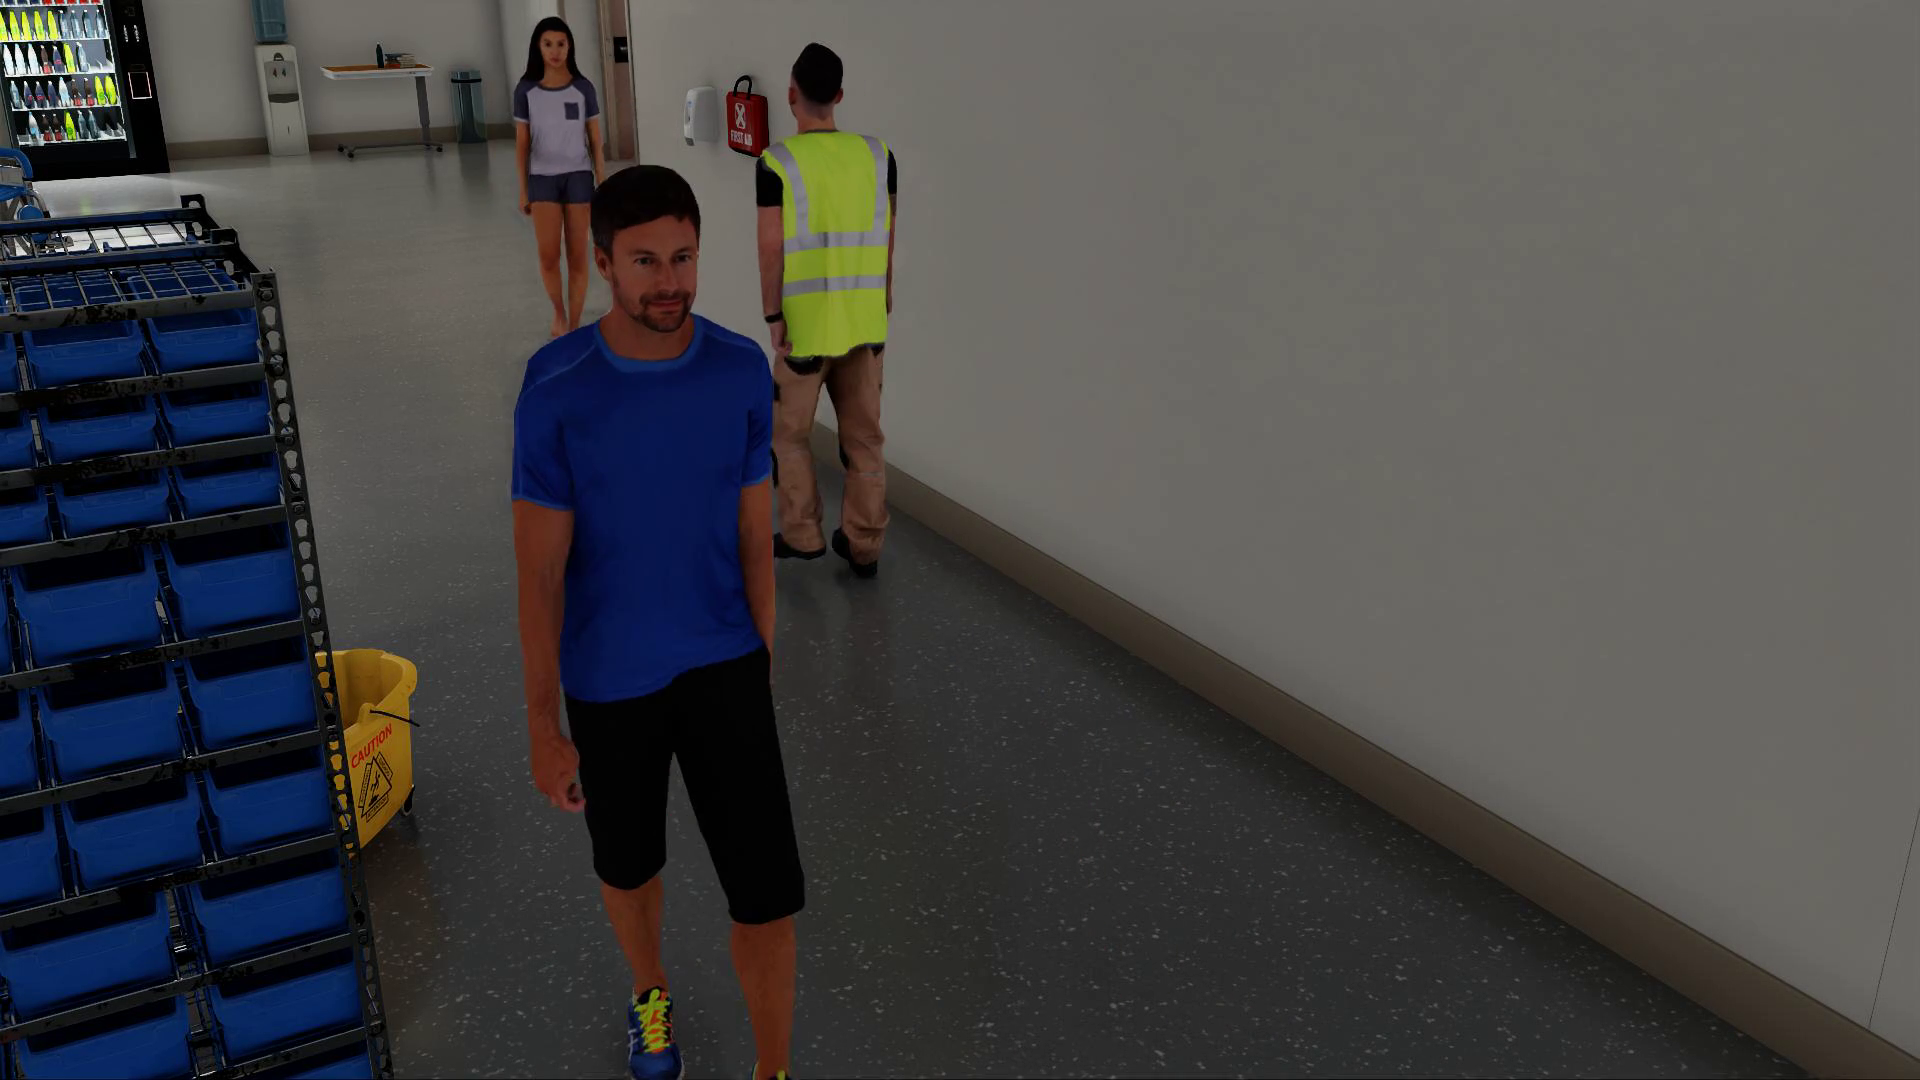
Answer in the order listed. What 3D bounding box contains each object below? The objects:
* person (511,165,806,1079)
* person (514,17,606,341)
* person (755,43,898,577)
[{"bbox_3d":[-0.586,0.225,3.138,0.931,1.839,0.818,-6,21,-15],"label":"person"},{"bbox_3d":[-2.140,-1.900,8.911,0.568,1.724,0.715,-7,22,-17],"label":"person"},{"bbox_3d":[-0.414,-0.723,5.656,0.668,1.828,0.775,-9,23,-23],"label":"person"}]
